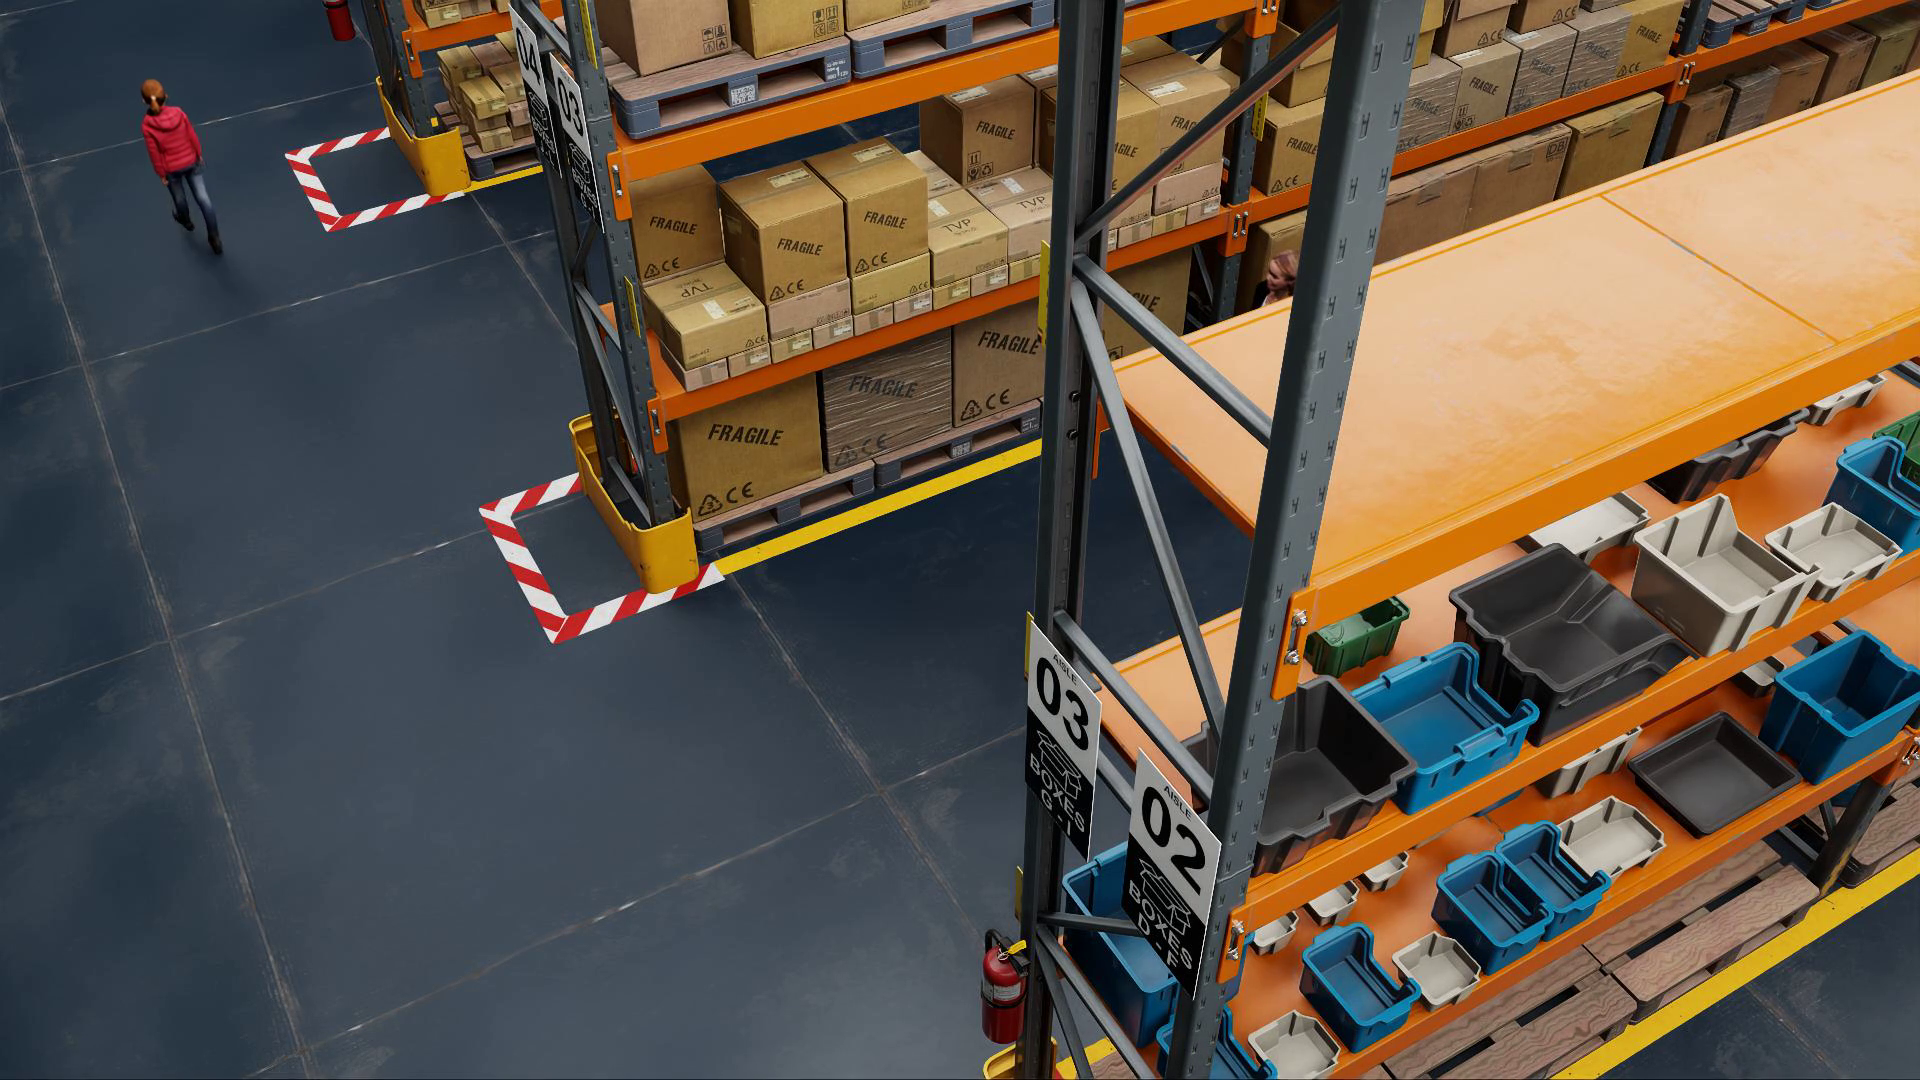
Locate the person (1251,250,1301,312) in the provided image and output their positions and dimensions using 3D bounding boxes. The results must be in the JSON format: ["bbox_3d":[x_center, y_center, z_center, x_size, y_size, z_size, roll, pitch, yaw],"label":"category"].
[{"bbox_3d":[1.837,-0.950,9.810,0.536,1.800,0.626,-27,49,-26],"label":"person"}]

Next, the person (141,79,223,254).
[{"bbox_3d":[-5.608,-2.670,12.025,0.803,1.291,0.643,-27,49,-26],"label":"person"}]
